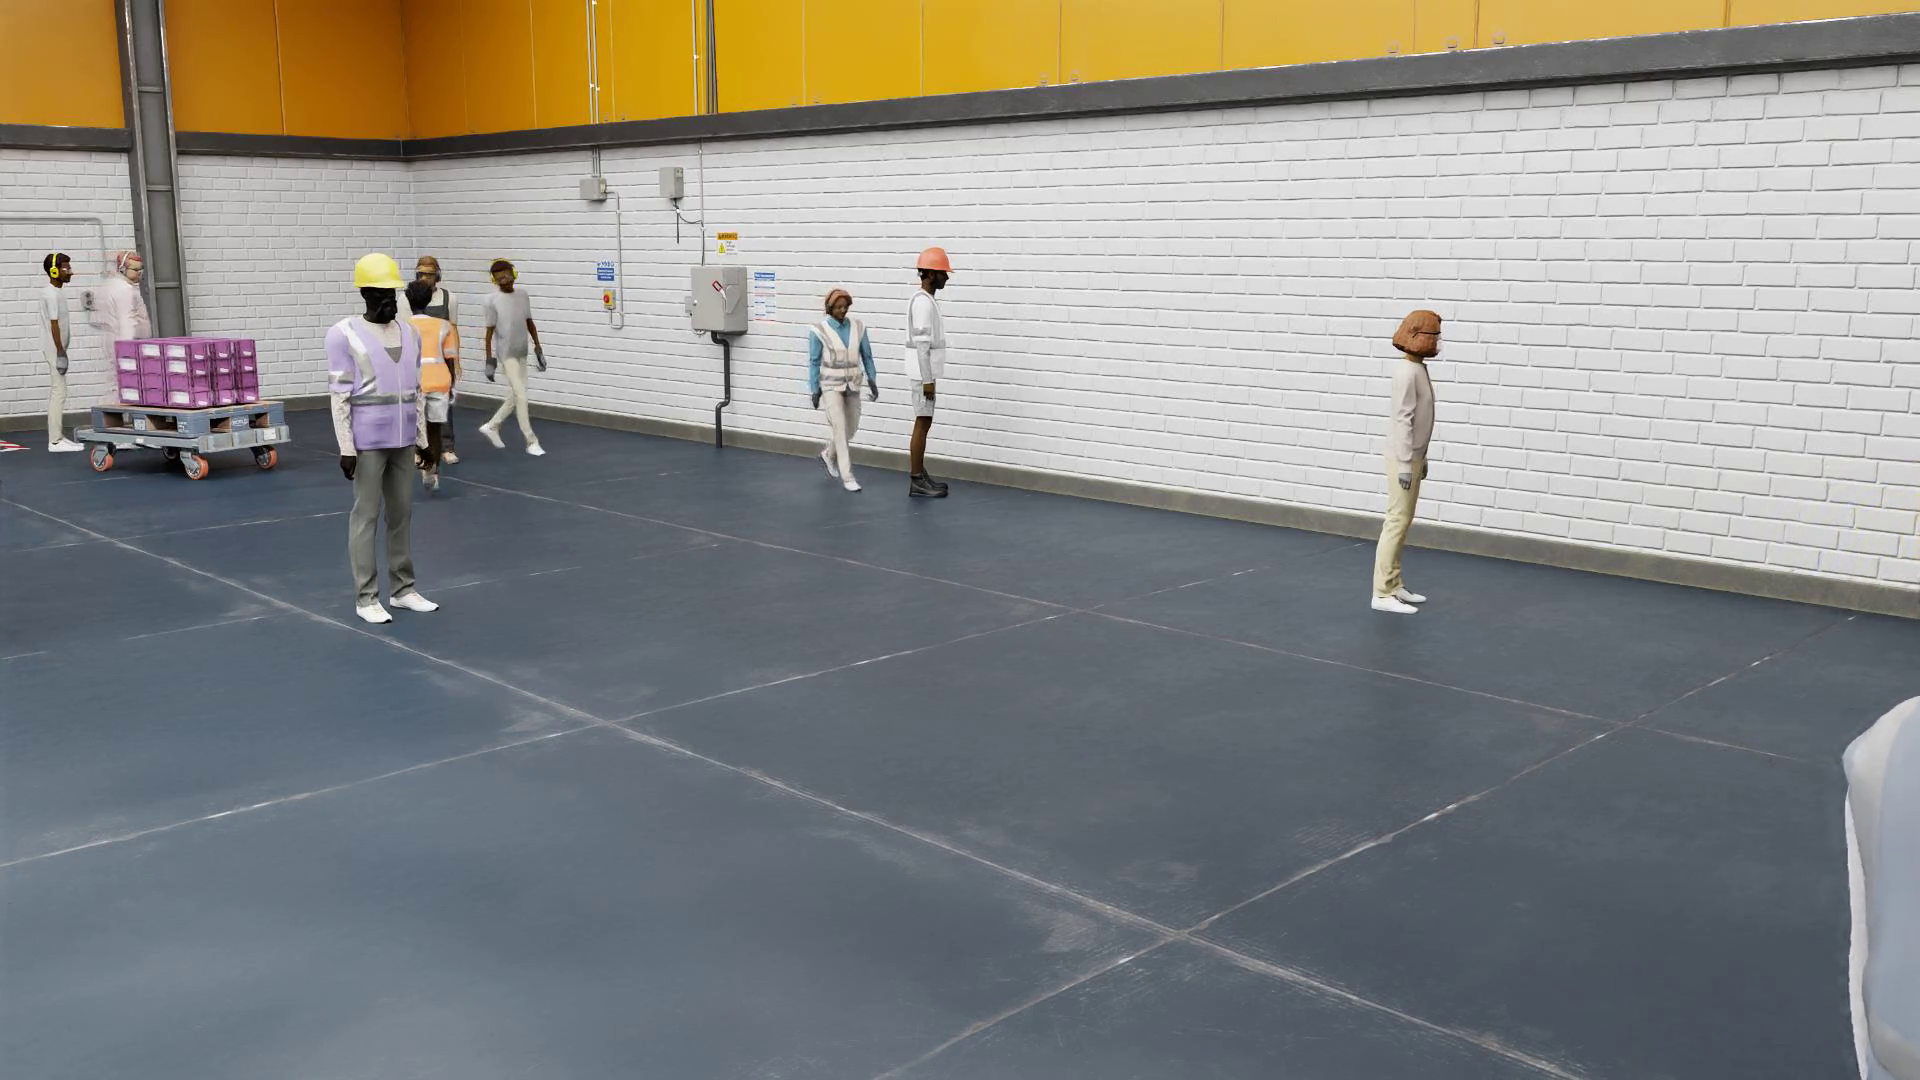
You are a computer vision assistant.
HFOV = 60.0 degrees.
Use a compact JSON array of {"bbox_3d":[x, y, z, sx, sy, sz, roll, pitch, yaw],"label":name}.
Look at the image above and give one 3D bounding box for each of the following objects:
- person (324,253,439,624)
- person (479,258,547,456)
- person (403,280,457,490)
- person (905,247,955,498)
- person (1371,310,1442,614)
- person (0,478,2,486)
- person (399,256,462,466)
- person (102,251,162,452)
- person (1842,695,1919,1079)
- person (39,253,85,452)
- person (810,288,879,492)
[{"bbox_3d":[-3.034,-0.537,8.781,0.367,1.928,0.584,6,12,30],"label":"person"},{"bbox_3d":[-4.184,-1.690,15.373,0.751,1.824,0.590,6,12,31],"label":"person"},{"bbox_3d":[-4.196,-1.195,13.071,0.541,1.678,0.662,-6,12,-31],"label":"person"},{"bbox_3d":[-0.229,-1.294,12.912,0.388,1.928,0.546,0,10,2],"label":"person"},{"bbox_3d":[2.421,-0.422,8.973,0.288,1.627,0.502,4,11,23],"label":"person"},{"bbox_3d":[-5.128,-0.305,8.347,0.440,1.620,0.530,10,15,44],"label":"person"},{"bbox_3d":[-4.661,-1.577,14.690,0.505,1.840,0.345,-5,12,-26],"label":"person"},{"bbox_3d":[-7.727,-1.760,15.583,0.592,1.869,0.787,-8,13,-37],"label":"person"},{"bbox_3d":[1.269,0.779,1.892,0.459,1.820,0.636,-2,11,-9],"label":"person"},{"bbox_3d":[-8.466,-1.755,15.642,0.357,1.852,0.513,-5,12,-25],"label":"person"},{"bbox_3d":[-0.985,-1.224,13.368,0.564,1.610,0.725,-7,12,-32],"label":"person"}]
